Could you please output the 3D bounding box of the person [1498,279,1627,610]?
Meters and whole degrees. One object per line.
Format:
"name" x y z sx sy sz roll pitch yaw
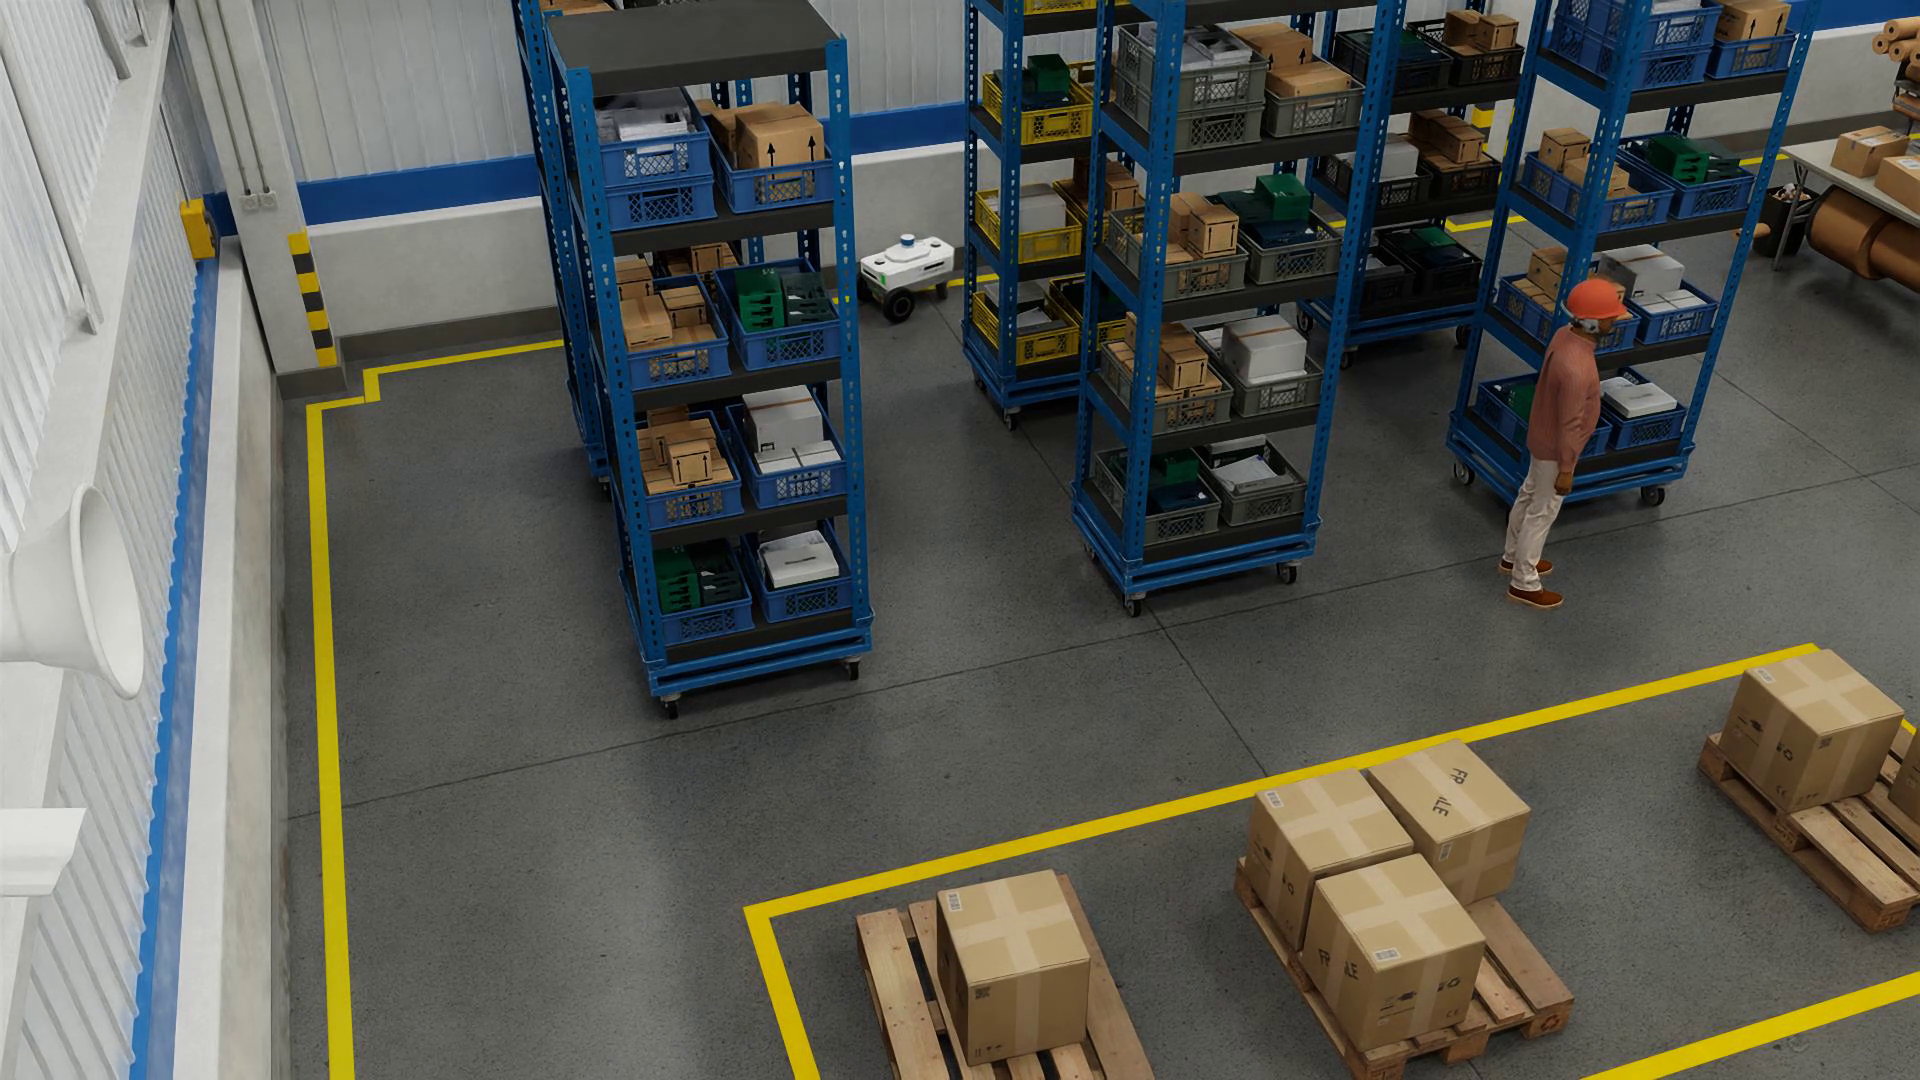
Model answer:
"person" 3.355 -0.541 9.313 0.375 1.997 0.612 5 35 7

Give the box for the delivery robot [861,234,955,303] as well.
"delivery robot" -0.391 -2.090 12.672 0.707 0.478 0.477 -23 41 -29
